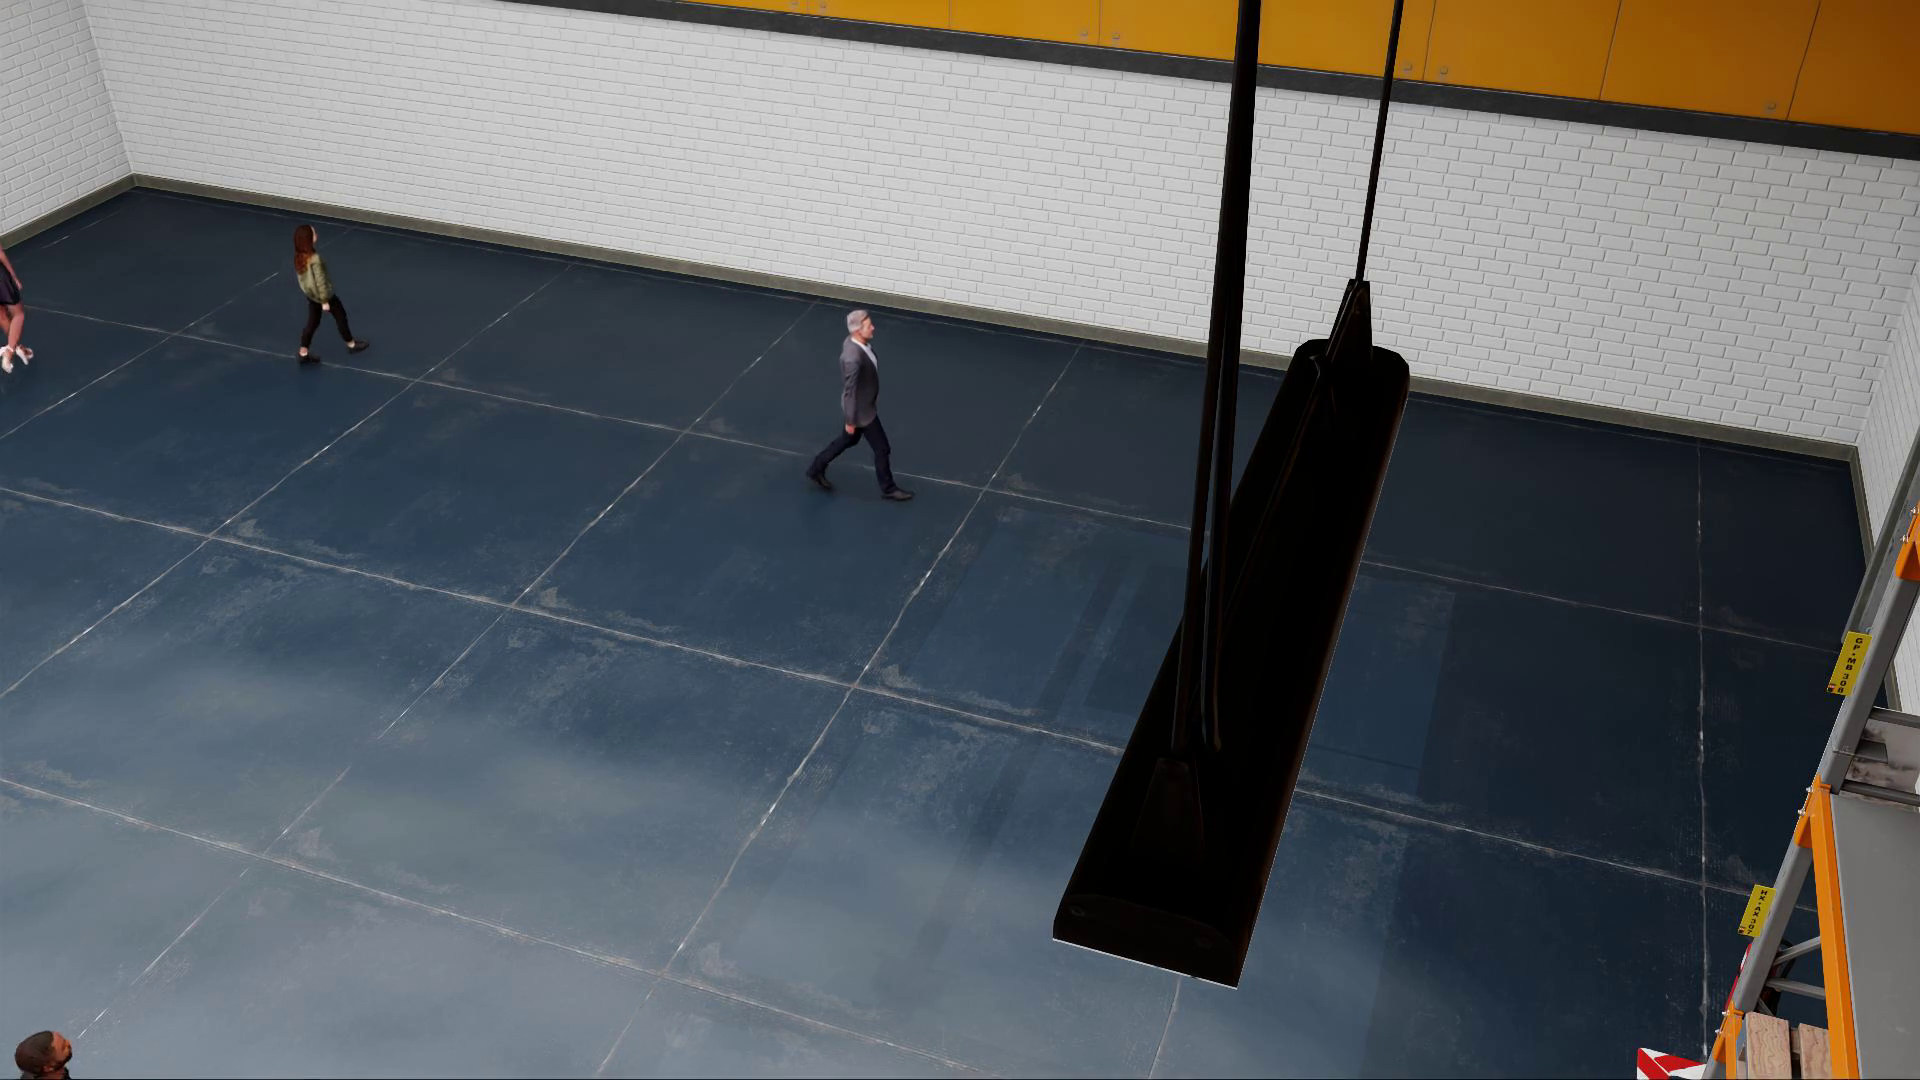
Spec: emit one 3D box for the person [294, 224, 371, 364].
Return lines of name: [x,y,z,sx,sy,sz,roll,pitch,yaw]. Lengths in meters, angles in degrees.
person: [-6.415,-2.403,16.488,0.832,1.443,1.058,27,42,35]

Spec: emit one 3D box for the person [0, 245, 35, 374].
person: [-9.424,-2.426,16.229,0.809,1.769,1.023,-3,34,-4]

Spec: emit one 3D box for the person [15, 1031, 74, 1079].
person: [-4.264,3.032,7.991,0.817,1.797,0.997,24,41,32]

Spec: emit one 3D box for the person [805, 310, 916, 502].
person: [-0.939,-1.134,14.258,1.068,1.798,1.259,0,34,0]
